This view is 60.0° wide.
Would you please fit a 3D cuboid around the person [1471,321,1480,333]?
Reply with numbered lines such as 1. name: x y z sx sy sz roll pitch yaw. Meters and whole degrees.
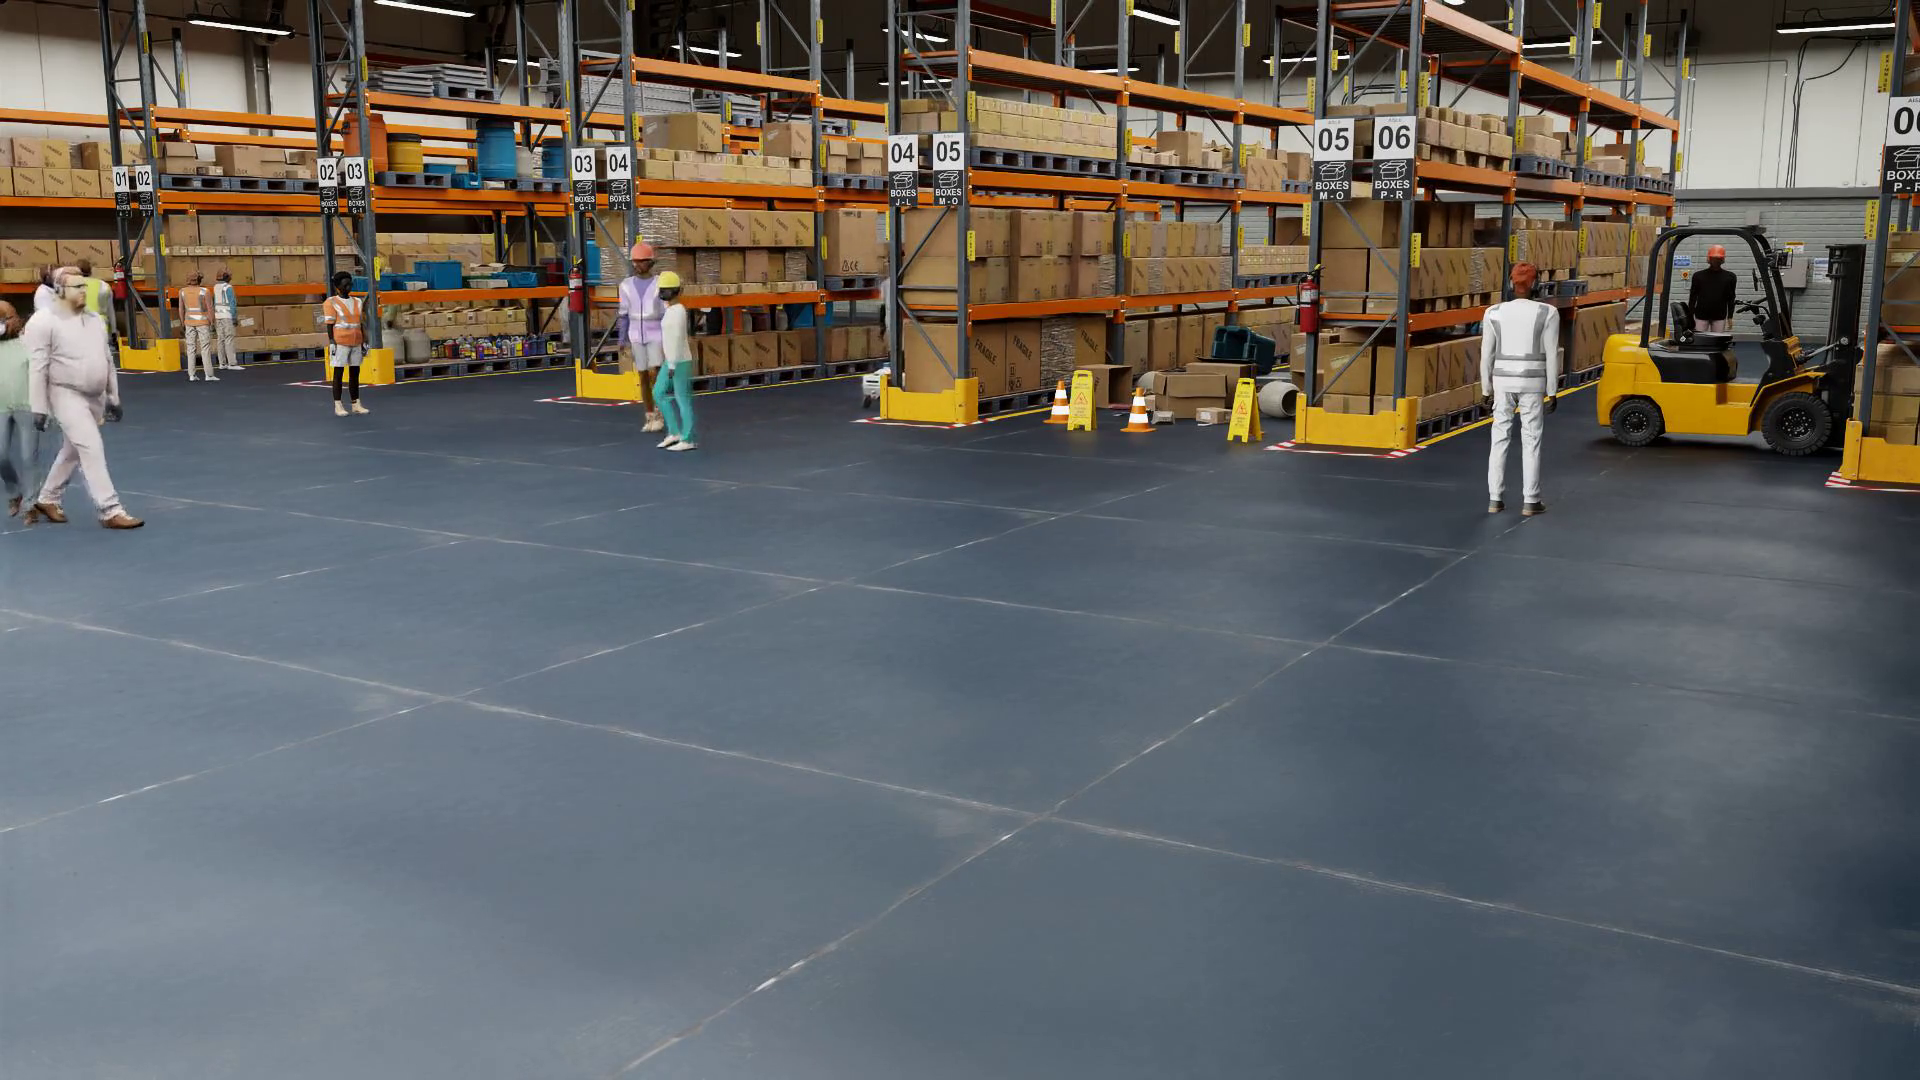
1. person: 9.047 -4.011 28.735 0.580 1.837 0.382 2 10 13

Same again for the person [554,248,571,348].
1. person: -7.672 -4.689 32.282 0.647 1.920 0.454 9 13 41

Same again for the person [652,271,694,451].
1. person: -2.824 -1.731 16.174 0.483 1.747 0.554 -4 11 -20

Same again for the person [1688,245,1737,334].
1. person: 10.652 -3.175 23.597 0.612 1.997 0.375 4 11 20

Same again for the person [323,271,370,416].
1. person: -7.219 -2.307 19.577 0.318 1.697 0.535 6 12 31

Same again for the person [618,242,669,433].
1. person: -3.332 -2.131 17.645 0.635 2.027 0.553 2 10 11

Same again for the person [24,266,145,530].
1. person: -6.308 -1.011 11.839 0.983 1.868 0.650 2 10 13

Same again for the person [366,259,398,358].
1. person: -9.006 -3.486 25.938 0.611 1.786 0.924 5 11 27

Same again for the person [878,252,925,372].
1. person: -0.715 -2.818 21.828 0.644 1.905 1.027 8 13 36

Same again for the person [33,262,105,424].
1. person: -10.060 -2.162 18.426 0.841 1.820 0.621 -5 11 -26

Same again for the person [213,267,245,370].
1. person: -11.720 -3.526 26.561 0.513 1.640 0.313 7 13 36

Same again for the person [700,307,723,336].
1. person: -3.789 -3.494 25.599 0.382 1.918 0.596 -4 11 -21

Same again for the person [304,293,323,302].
1. person: -12.044 -4.389 31.034 0.525 1.772 0.303 8 13 39

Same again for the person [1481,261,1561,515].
1. person: 4.183 -1.127 12.434 0.572 1.887 0.356 6 12 32

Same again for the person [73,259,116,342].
1. person: -11.083 -2.653 21.163 0.636 1.826 0.608 -6 12 -30

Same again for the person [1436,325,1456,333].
1. person: 9.614 -4.798 32.714 0.635 2.003 0.881 1 10 6

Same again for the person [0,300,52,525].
1. person: -6.826 -0.916 12.001 0.516 1.623 0.347 -3 11 -16

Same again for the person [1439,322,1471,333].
1. person: 10.189 -5.040 33.920 1.002 2.000 0.715 6 12 32

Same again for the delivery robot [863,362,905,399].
1. delivery robot: -0.885 -1.945 20.480 0.477 0.478 0.707 6 12 31

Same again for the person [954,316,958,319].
1. person: 0.207 -3.711 26.909 0.651 1.883 1.014 7 12 33

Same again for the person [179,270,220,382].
1. person: -11.162 -3.132 24.364 0.523 1.636 0.310 1 10 5

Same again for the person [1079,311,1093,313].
1. person: 1.981 -3.810 27.276 0.906 1.954 0.655 -9 13 -41
